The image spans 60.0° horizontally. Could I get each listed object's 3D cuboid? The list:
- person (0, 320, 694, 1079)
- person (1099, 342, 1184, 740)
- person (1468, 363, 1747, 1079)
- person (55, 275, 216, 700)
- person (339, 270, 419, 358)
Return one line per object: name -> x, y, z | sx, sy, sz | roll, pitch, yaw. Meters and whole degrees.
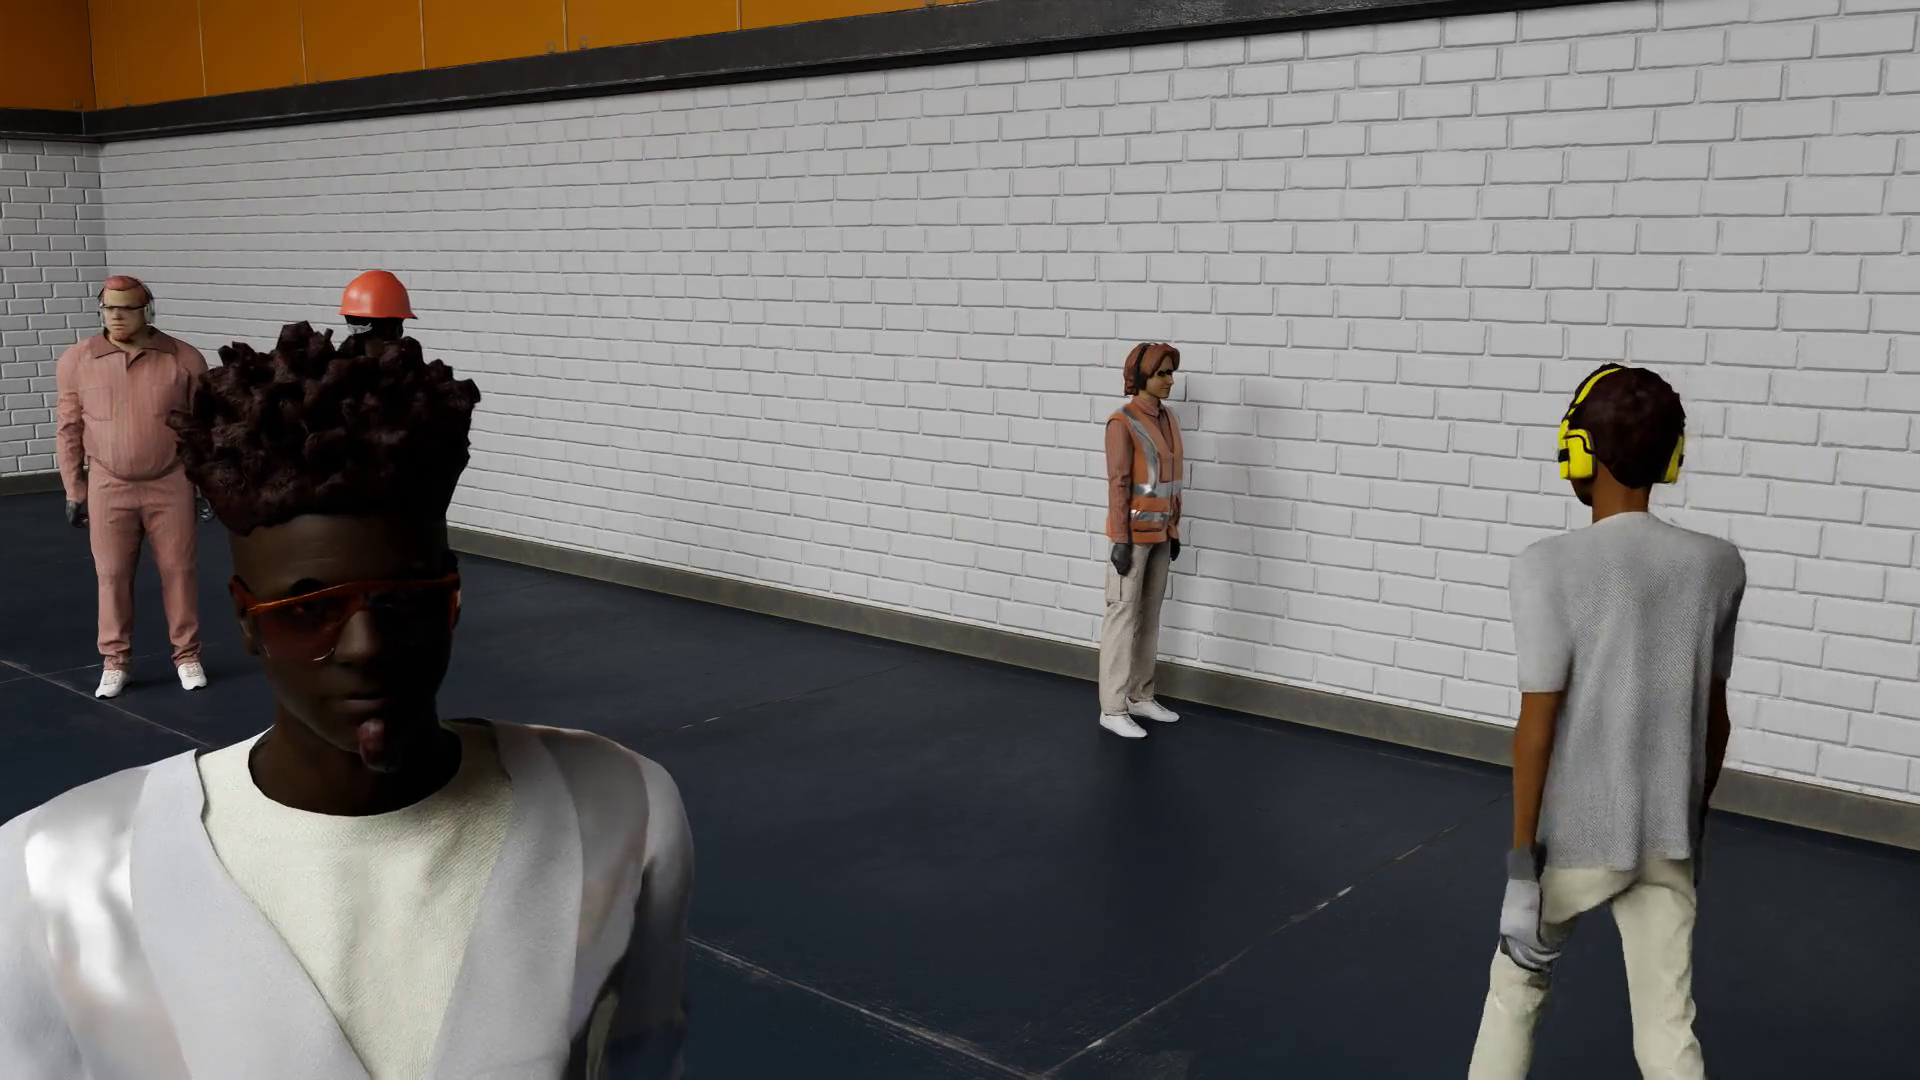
person -> -0.489, 0.801, 1.428 | 0.600, 1.967, 0.369 | -6, 12, -31
person -> 0.767, -0.006, 6.956 | 0.311, 1.638, 0.523 | 7, 12, 33
person -> 1.238, 0.570, 3.213 | 0.532, 1.804, 1.000 | -2, 10, -9
person -> -3.703, -0.237, 7.521 | 0.650, 1.904, 0.401 | -4, 11, -24
person -> -2.191, -0.050, 6.359 | 0.553, 1.935, 0.361 | 3, 10, 17
